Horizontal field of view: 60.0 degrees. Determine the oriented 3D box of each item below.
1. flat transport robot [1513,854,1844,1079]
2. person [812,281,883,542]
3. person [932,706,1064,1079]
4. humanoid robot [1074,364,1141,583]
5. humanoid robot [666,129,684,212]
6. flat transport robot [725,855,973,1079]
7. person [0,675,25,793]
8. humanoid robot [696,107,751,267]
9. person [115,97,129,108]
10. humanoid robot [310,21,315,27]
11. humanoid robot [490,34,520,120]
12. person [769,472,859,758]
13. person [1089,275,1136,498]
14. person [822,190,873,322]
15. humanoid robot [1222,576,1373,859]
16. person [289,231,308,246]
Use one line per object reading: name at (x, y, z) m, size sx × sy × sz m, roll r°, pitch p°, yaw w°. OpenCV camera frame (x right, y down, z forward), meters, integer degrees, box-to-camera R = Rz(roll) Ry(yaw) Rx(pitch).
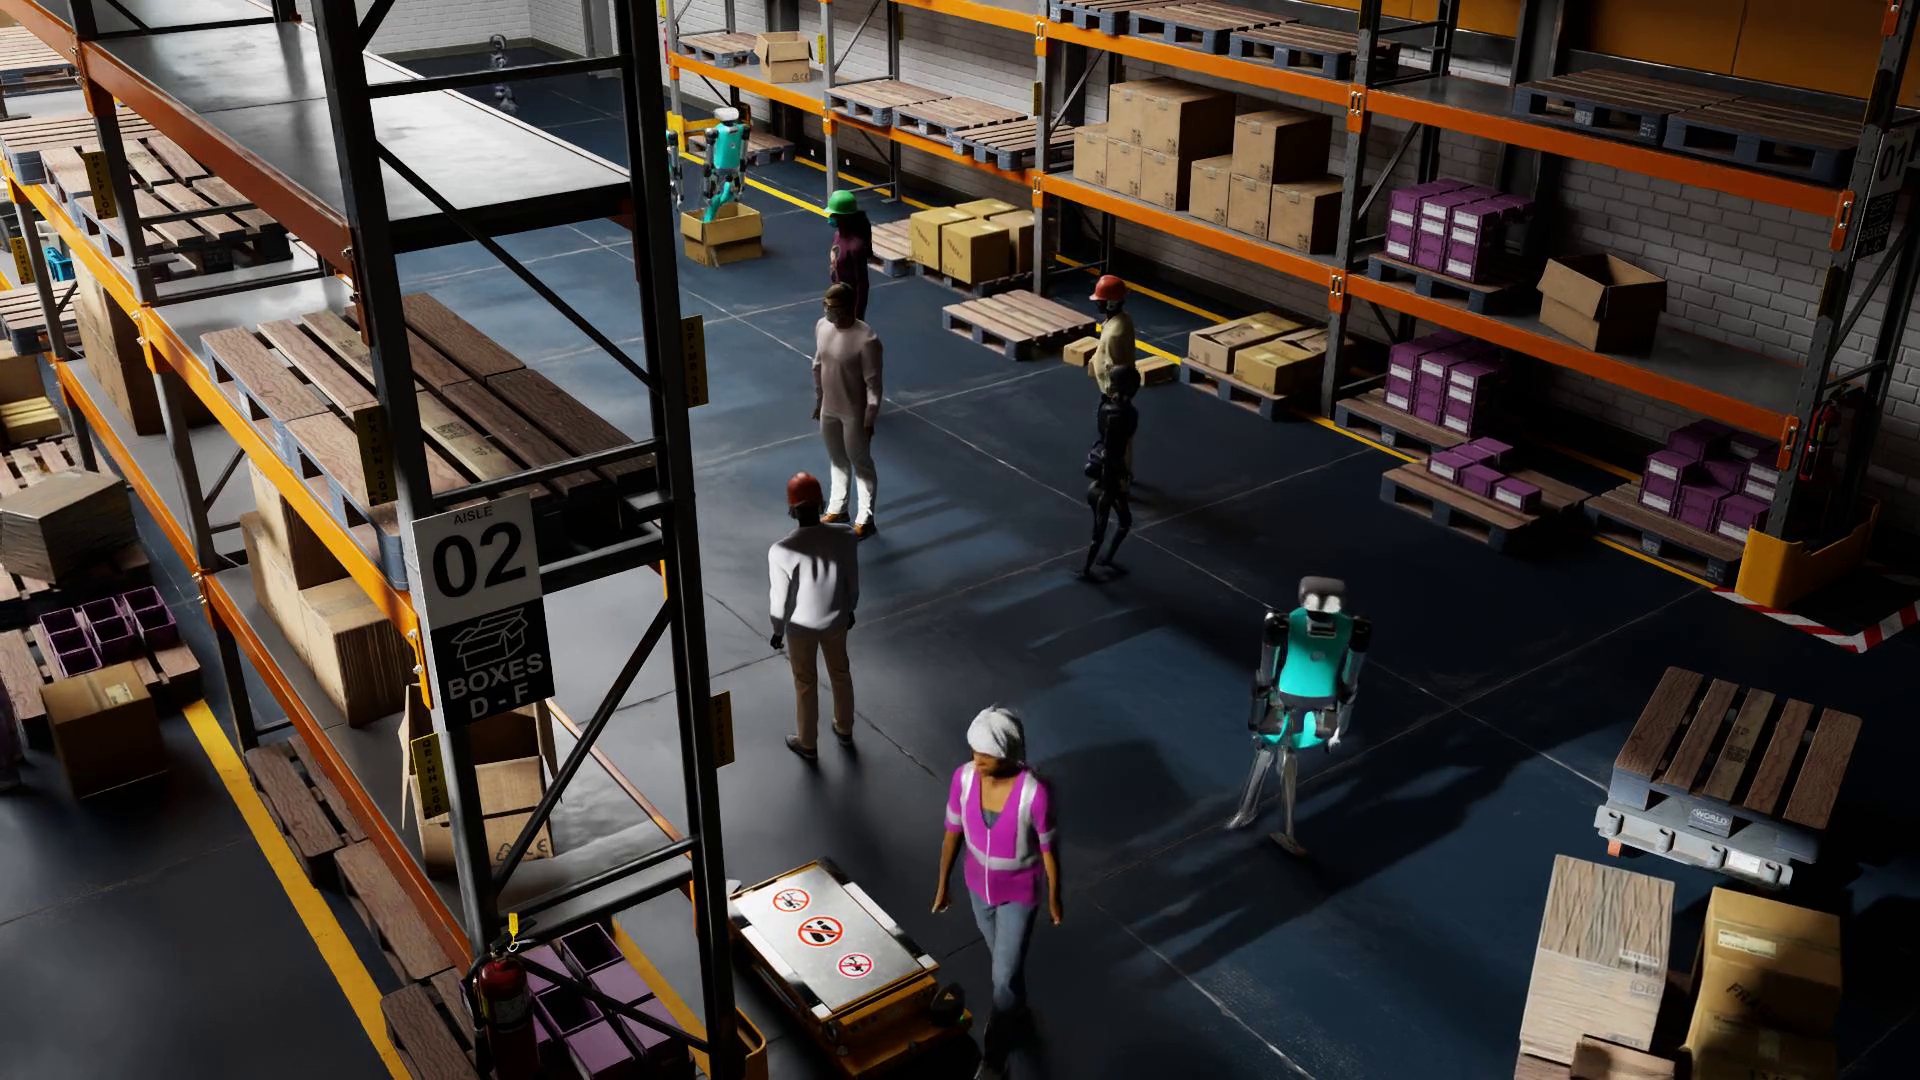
flat transport robot at (2.997, 2.446, 7.122) m, size 0.659 × 0.231 × 1.431 m, roll 11°, pitch 29°, yaw 21°
person at (-0.818, -0.926, 11.973) m, size 0.627 × 1.940 × 0.371 m, roll 23°, pitch 34°, yaw 37°
person at (0.124, 1.548, 7.181) m, size 0.529 × 1.814 × 0.813 m, roll 16°, pitch 31°, yaw 28°
humanoid robot at (1.001, -0.446, 11.315) m, size 0.406 × 1.635 × 0.605 m, roll 7°, pitch 27°, yaw 13°
humanoid robot at (-3.249, -3.683, 17.700) m, size 0.553 × 1.783 × 0.889 m, roll -10°, pitch 28°, yaw -19°
flat transport robot at (-0.617, 2.008, 7.993) m, size 0.659 × 0.231 × 1.431 m, roll -18°, pitch 32°, yaw -31°
person at (-5.526, 0.524, 9.124) m, size 0.412 × 1.908 × 0.640 m, roll -10°, pitch 28°, yaw -18°
humanoid robot at (-2.635, -3.778, 17.977) m, size 0.541 × 1.856 × 0.836 m, roll -21°, pitch 33°, yaw -35°
person at (-10.560, -5.449, 20.907) m, size 0.376 × 1.995 × 0.610 m, roll -12°, pitch 29°, yaw -22°
humanoid robot at (-8.894, -6.409, 23.227) m, size 0.743 × 1.654 × 0.587 m, roll -14°, pitch 30°, yaw -26°
humanoid robot at (-6.128, -5.923, 22.230) m, size 0.679 × 1.637 × 0.600 m, roll -8°, pitch 28°, yaw -15°
person at (-0.838, 0.430, 9.488) m, size 0.562 × 1.742 × 0.336 m, roll -16°, pitch 31°, yaw -29°
person at (1.151, -1.173, 12.687) m, size 0.381 × 1.739 × 0.577 m, roll 4°, pitch 27°, yaw 8°
person at (-0.932, -2.002, 14.098) m, size 0.422 × 1.949 × 0.500 m, roll -13°, pitch 30°, yaw -24°
humanoid robot at (1.725, 0.857, 8.654) m, size 0.591 × 1.772 × 0.872 m, roll 2°, pitch 27°, yaw 3°
person at (-6.361, -2.665, 15.776) m, size 0.287 × 1.629 × 0.498 m, roll 13°, pitch 30°, yaw 25°
